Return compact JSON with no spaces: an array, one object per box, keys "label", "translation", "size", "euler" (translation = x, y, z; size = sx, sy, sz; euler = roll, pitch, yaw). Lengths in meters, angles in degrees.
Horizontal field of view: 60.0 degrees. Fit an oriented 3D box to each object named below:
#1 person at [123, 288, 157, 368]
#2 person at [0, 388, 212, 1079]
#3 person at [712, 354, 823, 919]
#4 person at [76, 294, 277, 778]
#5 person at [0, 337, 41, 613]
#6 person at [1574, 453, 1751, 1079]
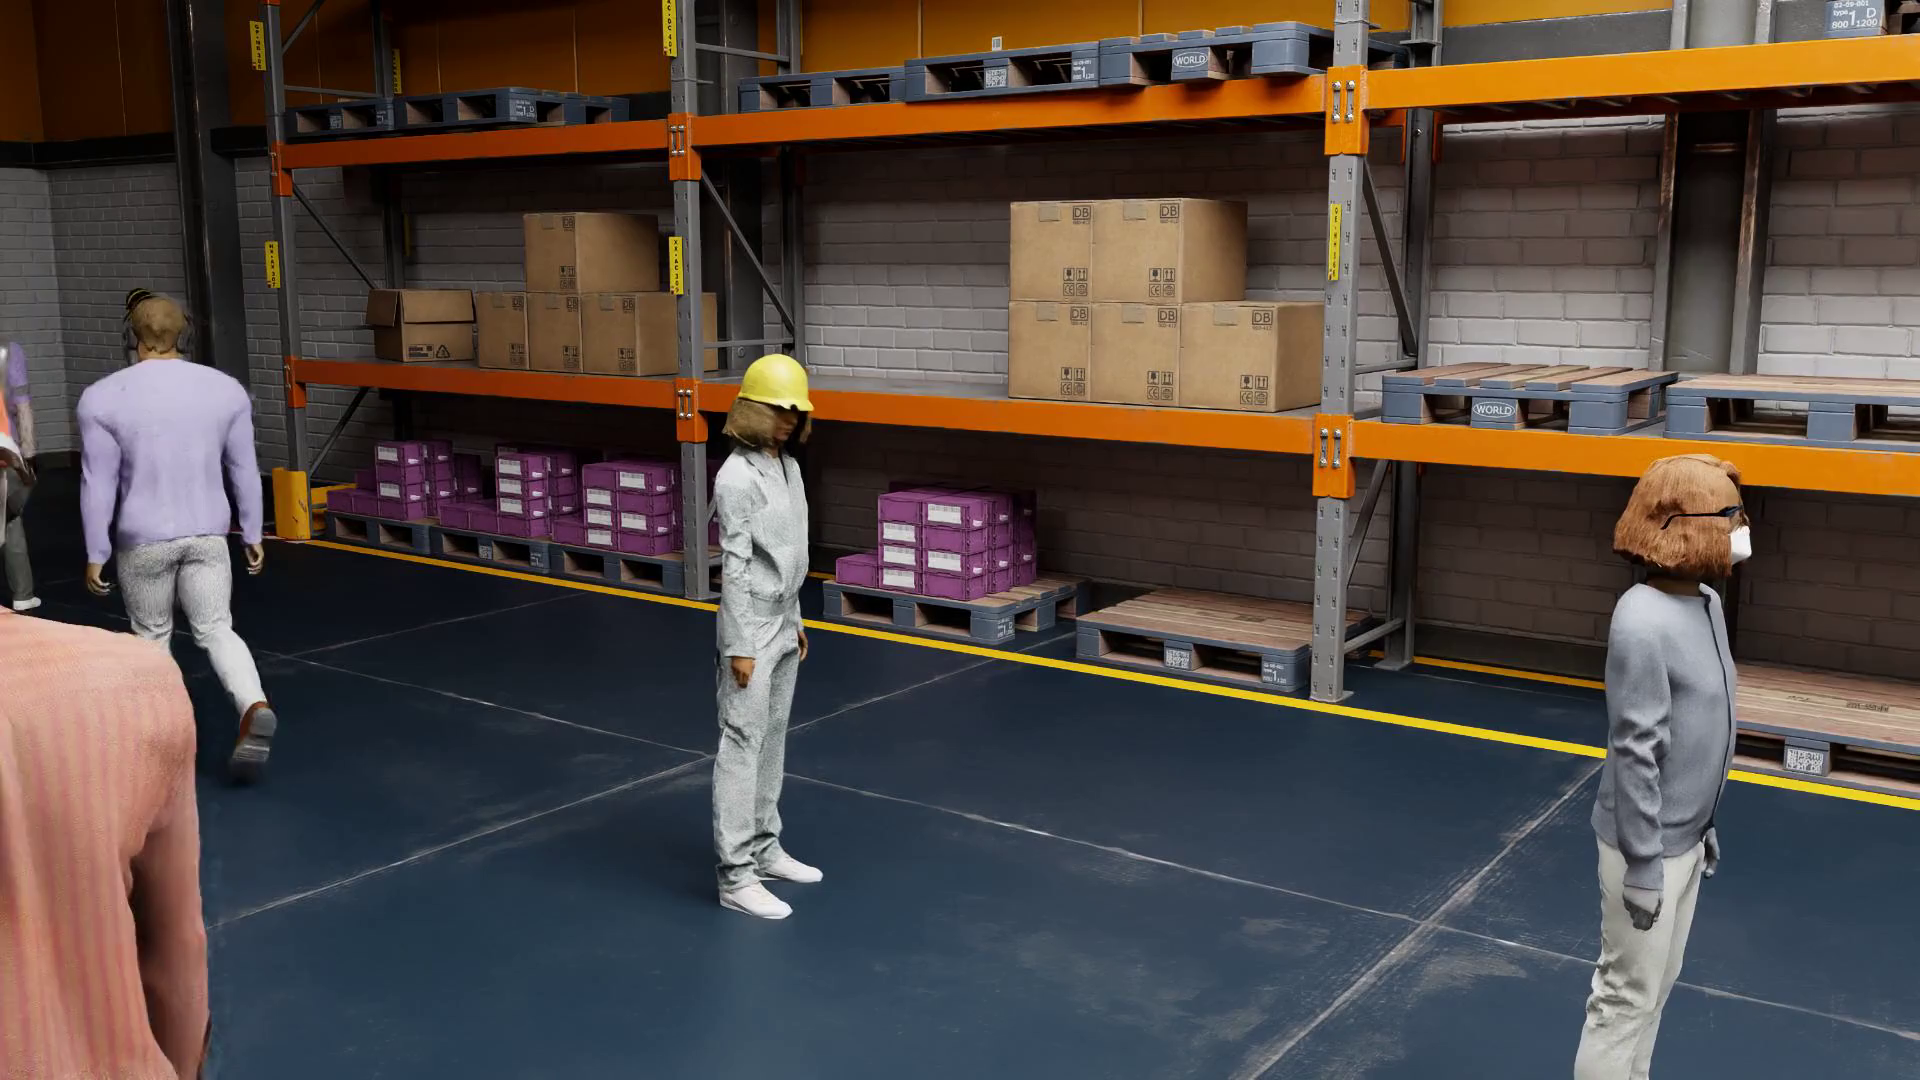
[{"label":"person","translation":[-6.000,-0.948,12.348],"size":[0.334,1.831,0.660],"euler":[-2,10,-12]},{"label":"person","translation":[-1.107,0.737,1.842],"size":[0.428,1.974,0.644],"euler":[5,11,28]},{"label":"person","translation":[-0.590,0.290,5.218],"size":[0.320,1.737,0.487],"euler":[3,10,16]},{"label":"person","translation":[-3.005,0.006,6.440],"size":[0.661,1.907,0.823],"euler":[-8,12,-39]},{"label":"person","translation":[-5.596,-0.516,9.482],"size":[0.585,1.917,0.381],"euler":[-5,11,-25]},{"label":"person","translation":[1.471,0.633,3.472],"size":[0.286,1.636,0.500],"euler":[7,12,36]}]
